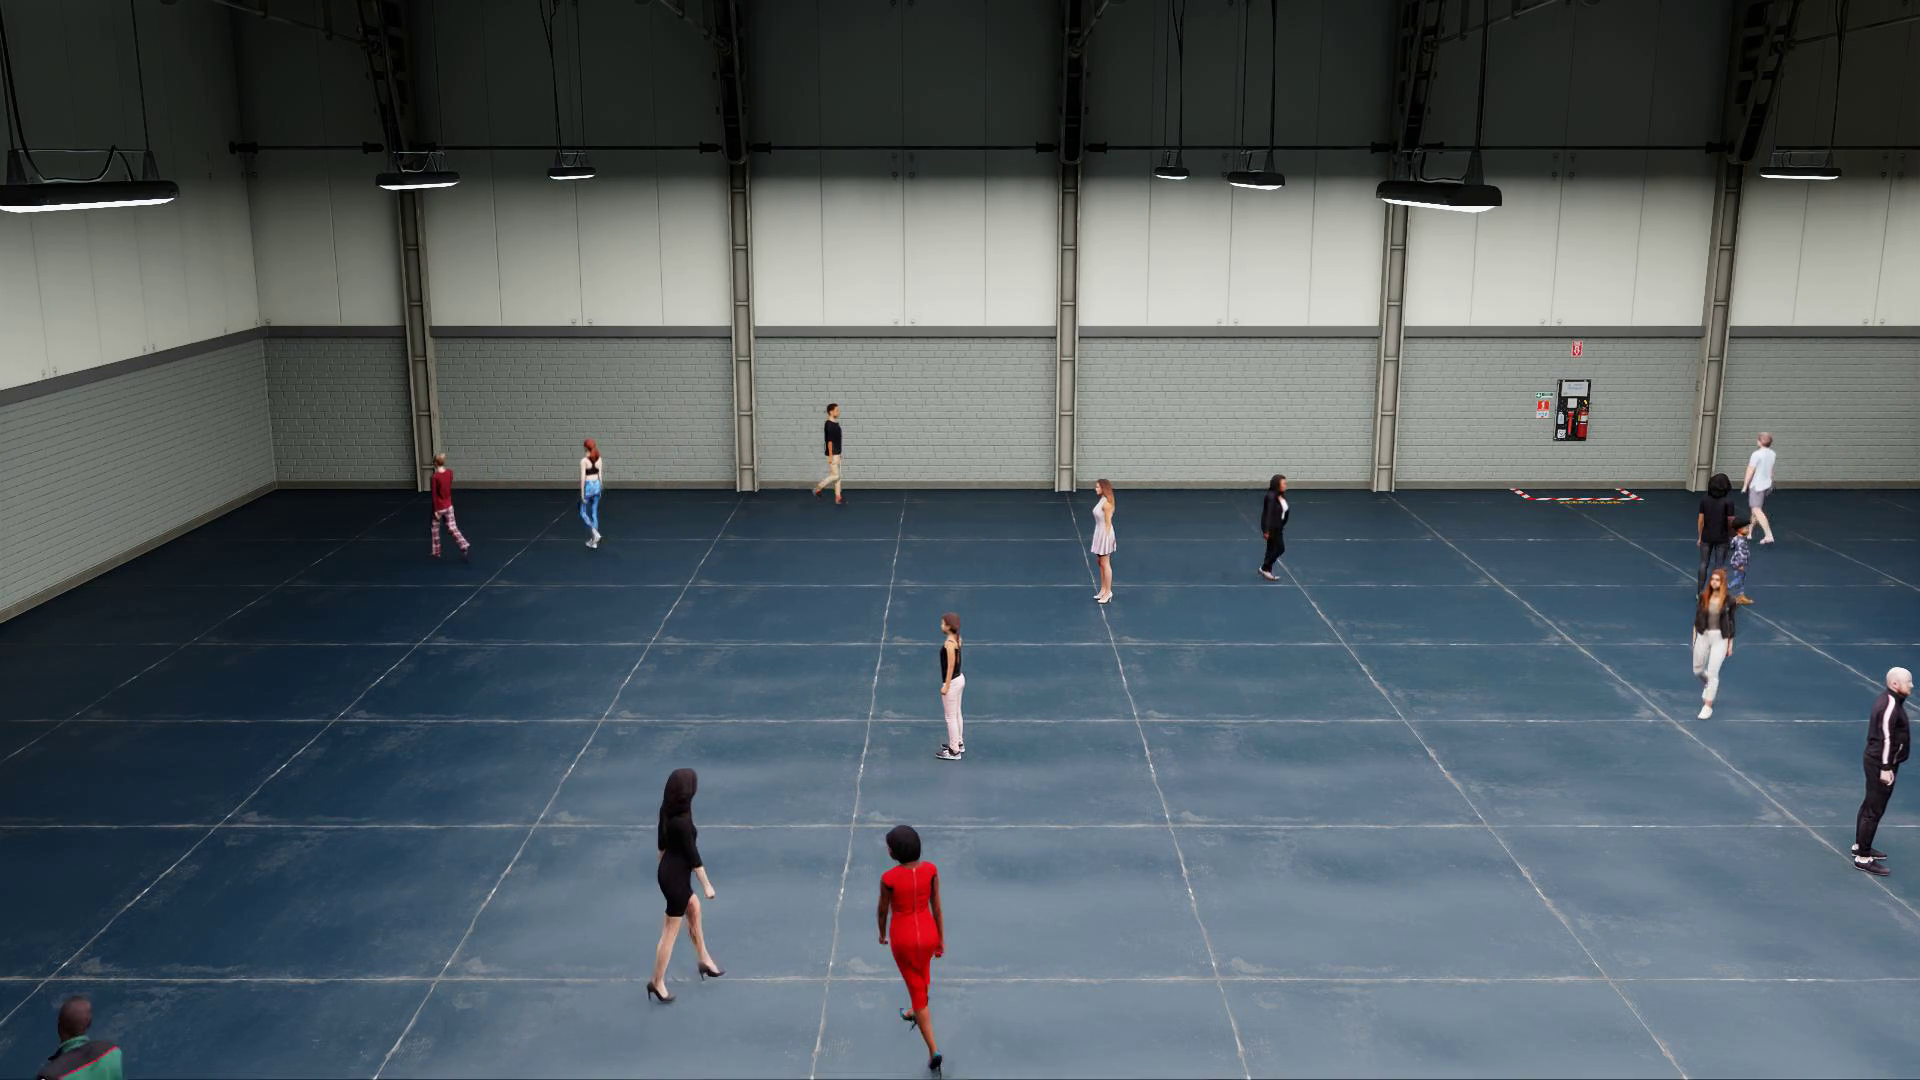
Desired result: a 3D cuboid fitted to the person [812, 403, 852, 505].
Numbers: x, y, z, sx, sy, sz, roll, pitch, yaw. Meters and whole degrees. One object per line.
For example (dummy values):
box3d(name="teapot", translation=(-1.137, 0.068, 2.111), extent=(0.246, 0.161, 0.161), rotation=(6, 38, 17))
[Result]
box3d(name="person", translation=(-2.341, -1.532, 29.881), extent=(0.932, 1.845, 0.719), rotation=(1, 13, 6))

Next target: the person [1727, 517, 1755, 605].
box3d(name="person", translation=(10.900, 0.299, 23.314), extent=(0.812, 1.241, 0.685), rotation=(6, 14, 25))

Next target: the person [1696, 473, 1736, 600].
box3d(name="person", translation=(10.658, -0.048, 23.490), extent=(0.687, 1.836, 0.771), rotation=(10, 17, 38))

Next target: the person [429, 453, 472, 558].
box3d(name="person", translation=(-7.972, -0.505, 25.835), extent=(1.111, 1.668, 0.948), rotation=(8, 15, 31))

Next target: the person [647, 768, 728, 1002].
box3d(name="person", translation=(-2.181, 2.581, 12.273), extent=(0.984, 1.776, 0.825), rotation=(-6, 14, -24))

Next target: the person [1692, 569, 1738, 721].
box3d(name="person", translation=(8.480, 1.142, 18.683), extent=(0.929, 1.686, 0.977), rotation=(12, 17, 41))

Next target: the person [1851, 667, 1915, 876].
box3d(name="person", translation=(8.125, 1.997, 14.667), extent=(0.743, 1.833, 0.761), rotation=(6, 14, 25))

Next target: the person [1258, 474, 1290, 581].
box3d(name="person", translation=(4.541, -0.174, 24.555), extent=(0.762, 1.602, 0.758), rotation=(6, 14, 23))

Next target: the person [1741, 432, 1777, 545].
box3d(name="person", translation=(12.975, -0.817, 26.844), extent=(1.090, 1.821, 1.011), rotation=(-6, 14, -25))

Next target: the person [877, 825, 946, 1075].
box3d(name="person", translation=(-0.291, 2.829, 11.366), extent=(1.069, 1.701, 0.954), rotation=(-5, 14, -21))

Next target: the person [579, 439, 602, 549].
box3d(name="person", translation=(-5.835, -0.719, 26.524), extent=(0.797, 1.775, 0.855), rotation=(-13, 18, -43))

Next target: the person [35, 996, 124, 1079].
box3d(name="person", translation=(-4.656, 3.338, 8.939), extent=(0.758, 1.804, 0.834), rotation=(0, 13, 2))

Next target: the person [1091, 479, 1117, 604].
box3d(name="person", translation=(2.025, 0.004, 23.417), extent=(0.613, 1.768, 0.595), rotation=(-2, 13, -8))

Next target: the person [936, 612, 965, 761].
box3d(name="person", translation=(-0.082, 1.506, 17.381), extent=(0.577, 1.564, 0.585), rotation=(4, 14, 15))
